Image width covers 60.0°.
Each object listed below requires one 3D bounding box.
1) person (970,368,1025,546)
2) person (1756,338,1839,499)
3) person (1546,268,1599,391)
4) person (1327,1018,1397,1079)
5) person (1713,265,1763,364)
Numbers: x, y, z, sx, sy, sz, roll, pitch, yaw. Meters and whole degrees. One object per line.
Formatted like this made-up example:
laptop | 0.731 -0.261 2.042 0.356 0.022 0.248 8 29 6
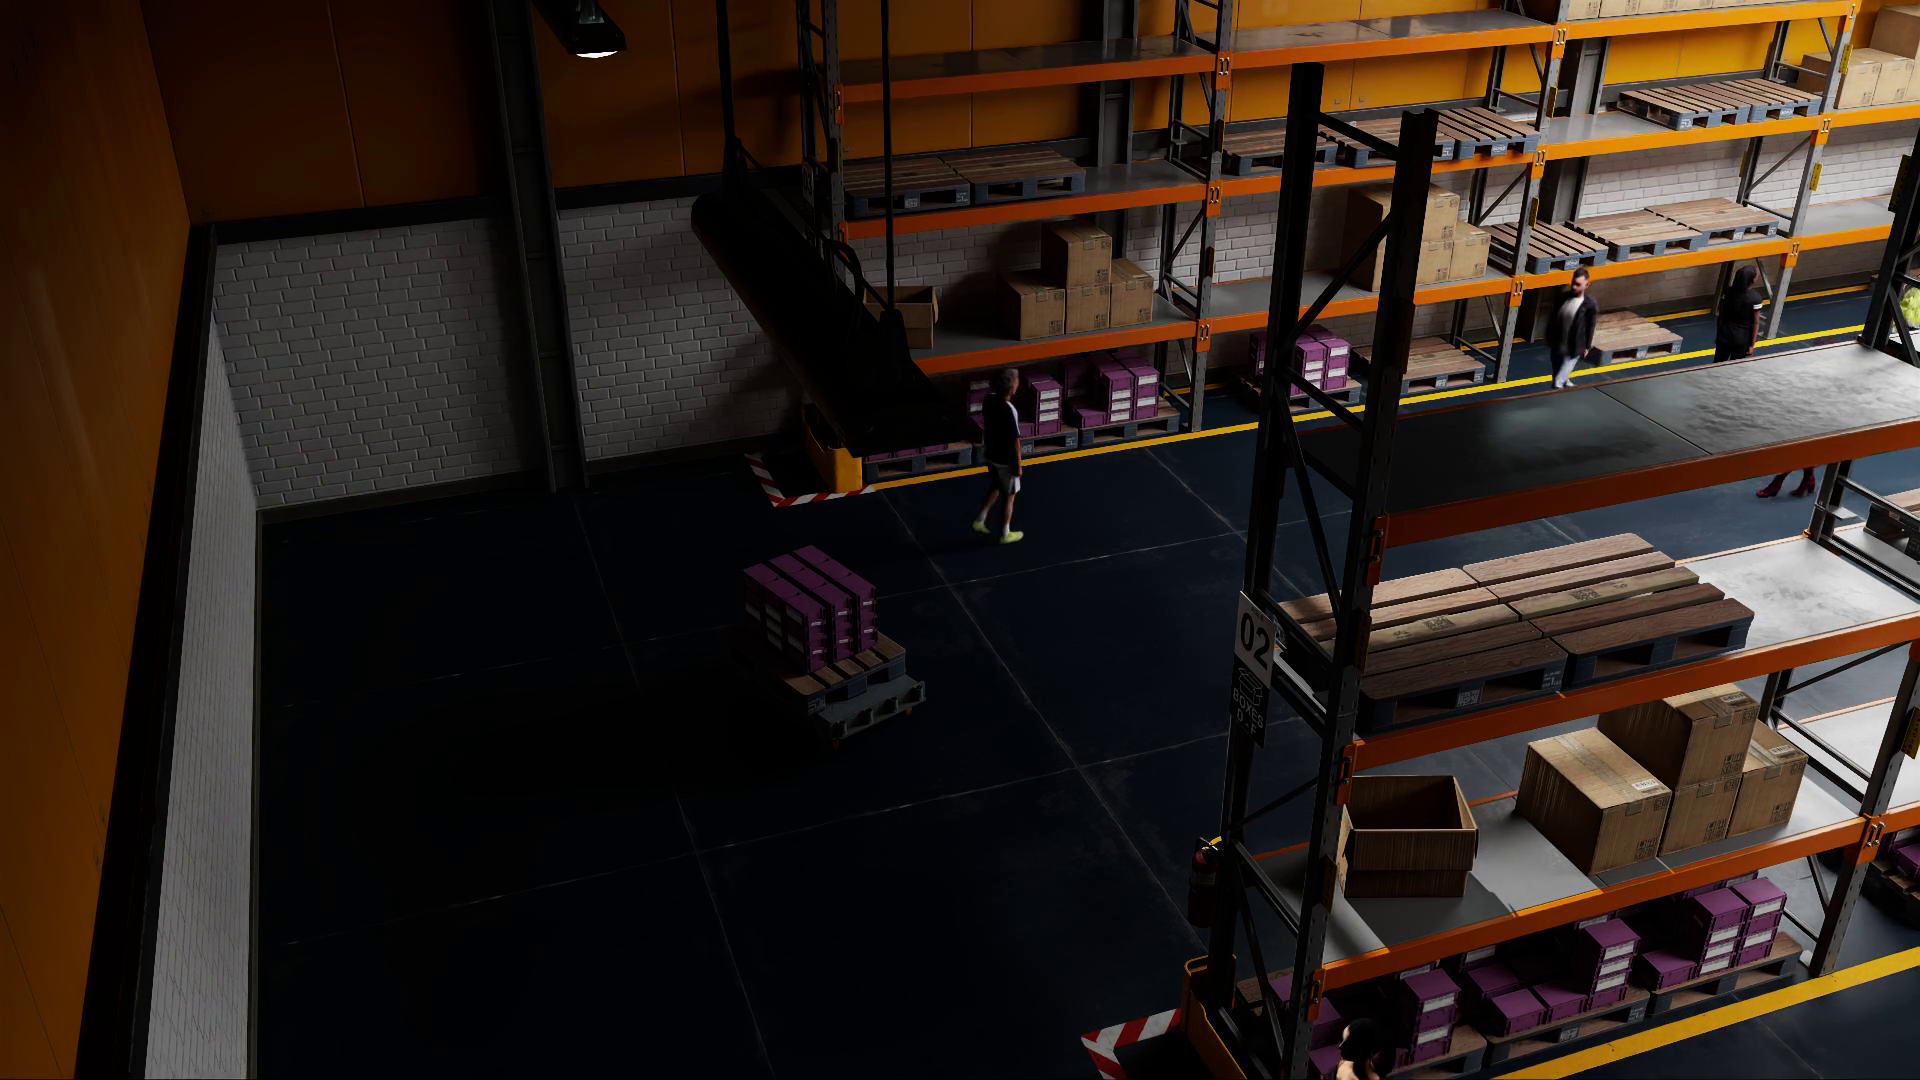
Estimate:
person | 0.332 -0.762 15.634 0.845 1.827 0.764 -18 34 -30
person | 8.540 -1.196 16.577 0.944 1.685 0.702 -4 29 -8
person | 6.649 -2.098 18.111 1.239 1.801 0.944 -21 35 -34
person | 2.096 3.128 8.616 0.660 1.719 0.633 -3 29 -5
person | 8.569 -2.221 18.411 0.668 1.729 0.679 -20 34 -32
